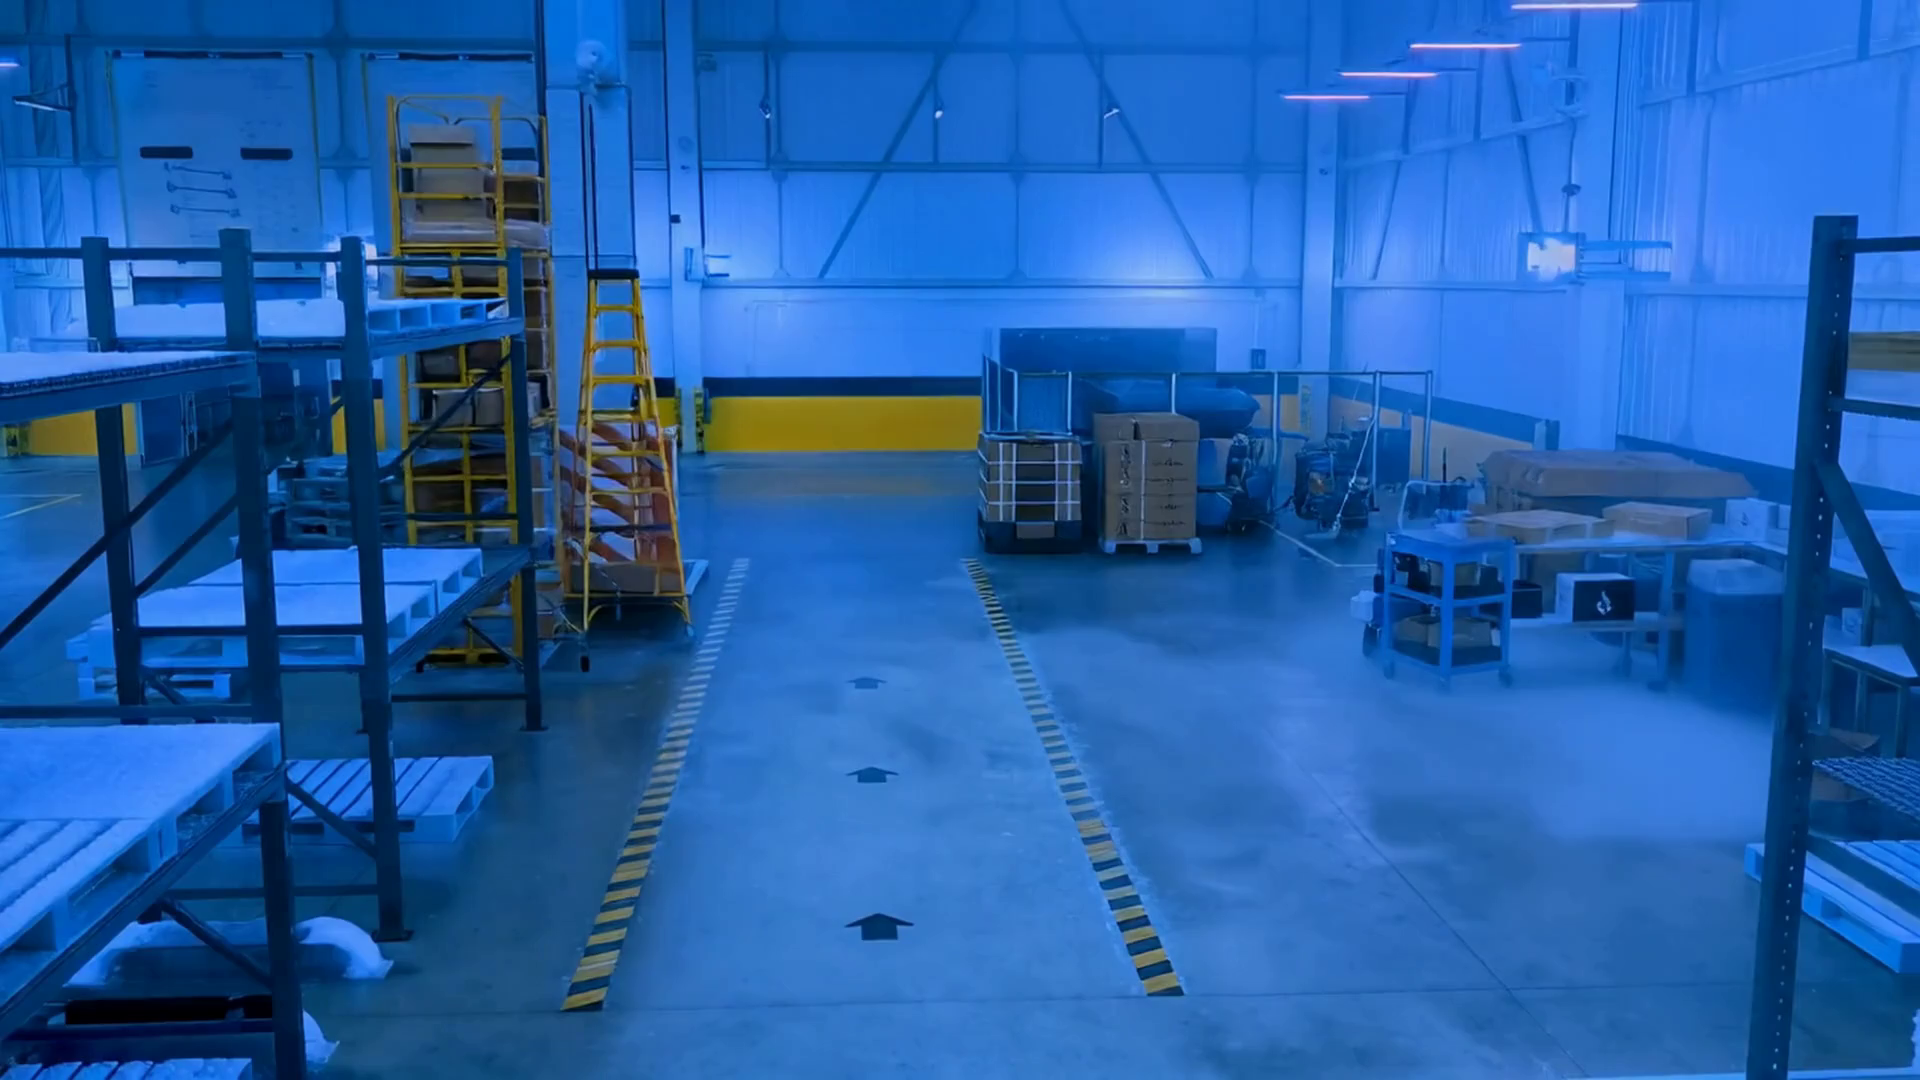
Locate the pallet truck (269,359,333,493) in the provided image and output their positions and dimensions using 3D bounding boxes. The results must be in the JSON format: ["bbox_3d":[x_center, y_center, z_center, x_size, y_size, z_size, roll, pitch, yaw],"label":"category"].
[{"bbox_3d":[-7.062,-1.131,18.996,1.885,1.965,0.823,2,9,13],"label":"pallet truck"}]
